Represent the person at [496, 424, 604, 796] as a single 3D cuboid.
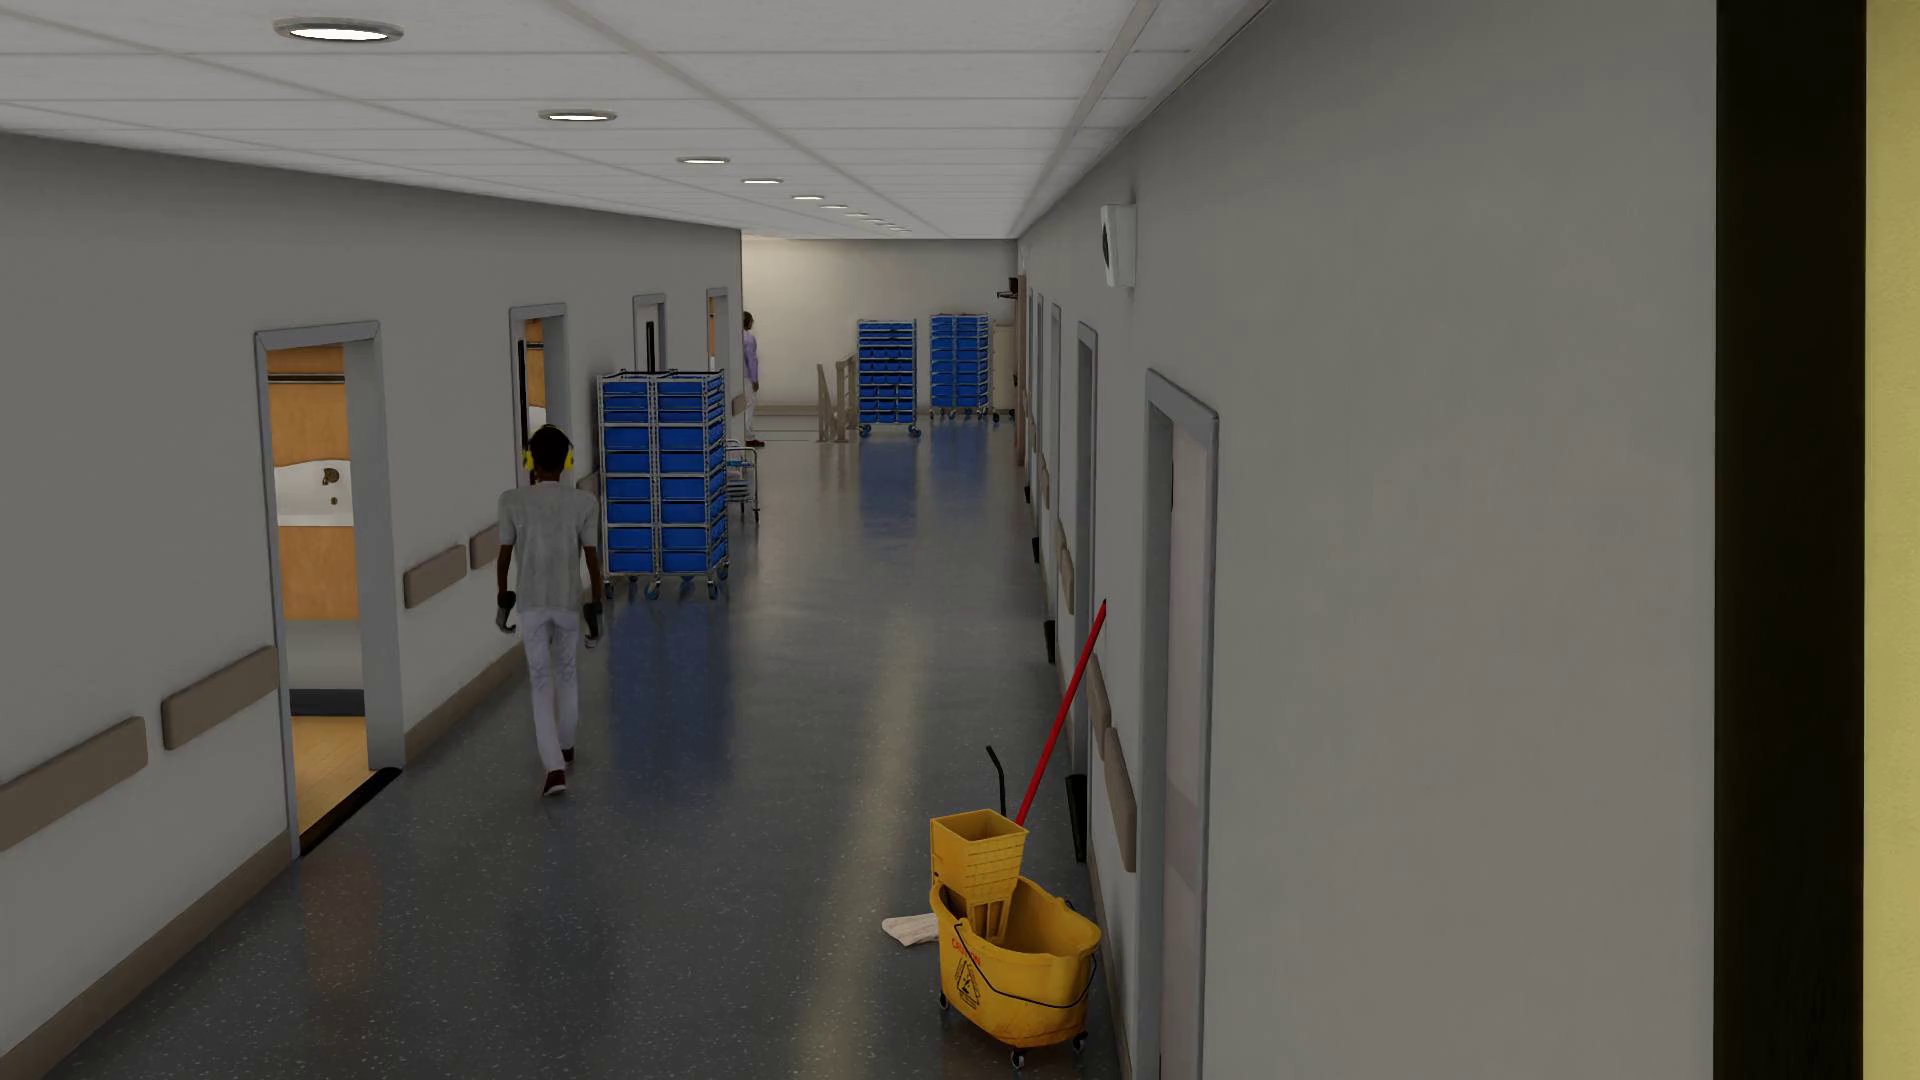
[{"bbox_3d":[-2.055,0.334,8.336,0.512,1.831,0.954,-4,10,-21],"label":"person"}]
